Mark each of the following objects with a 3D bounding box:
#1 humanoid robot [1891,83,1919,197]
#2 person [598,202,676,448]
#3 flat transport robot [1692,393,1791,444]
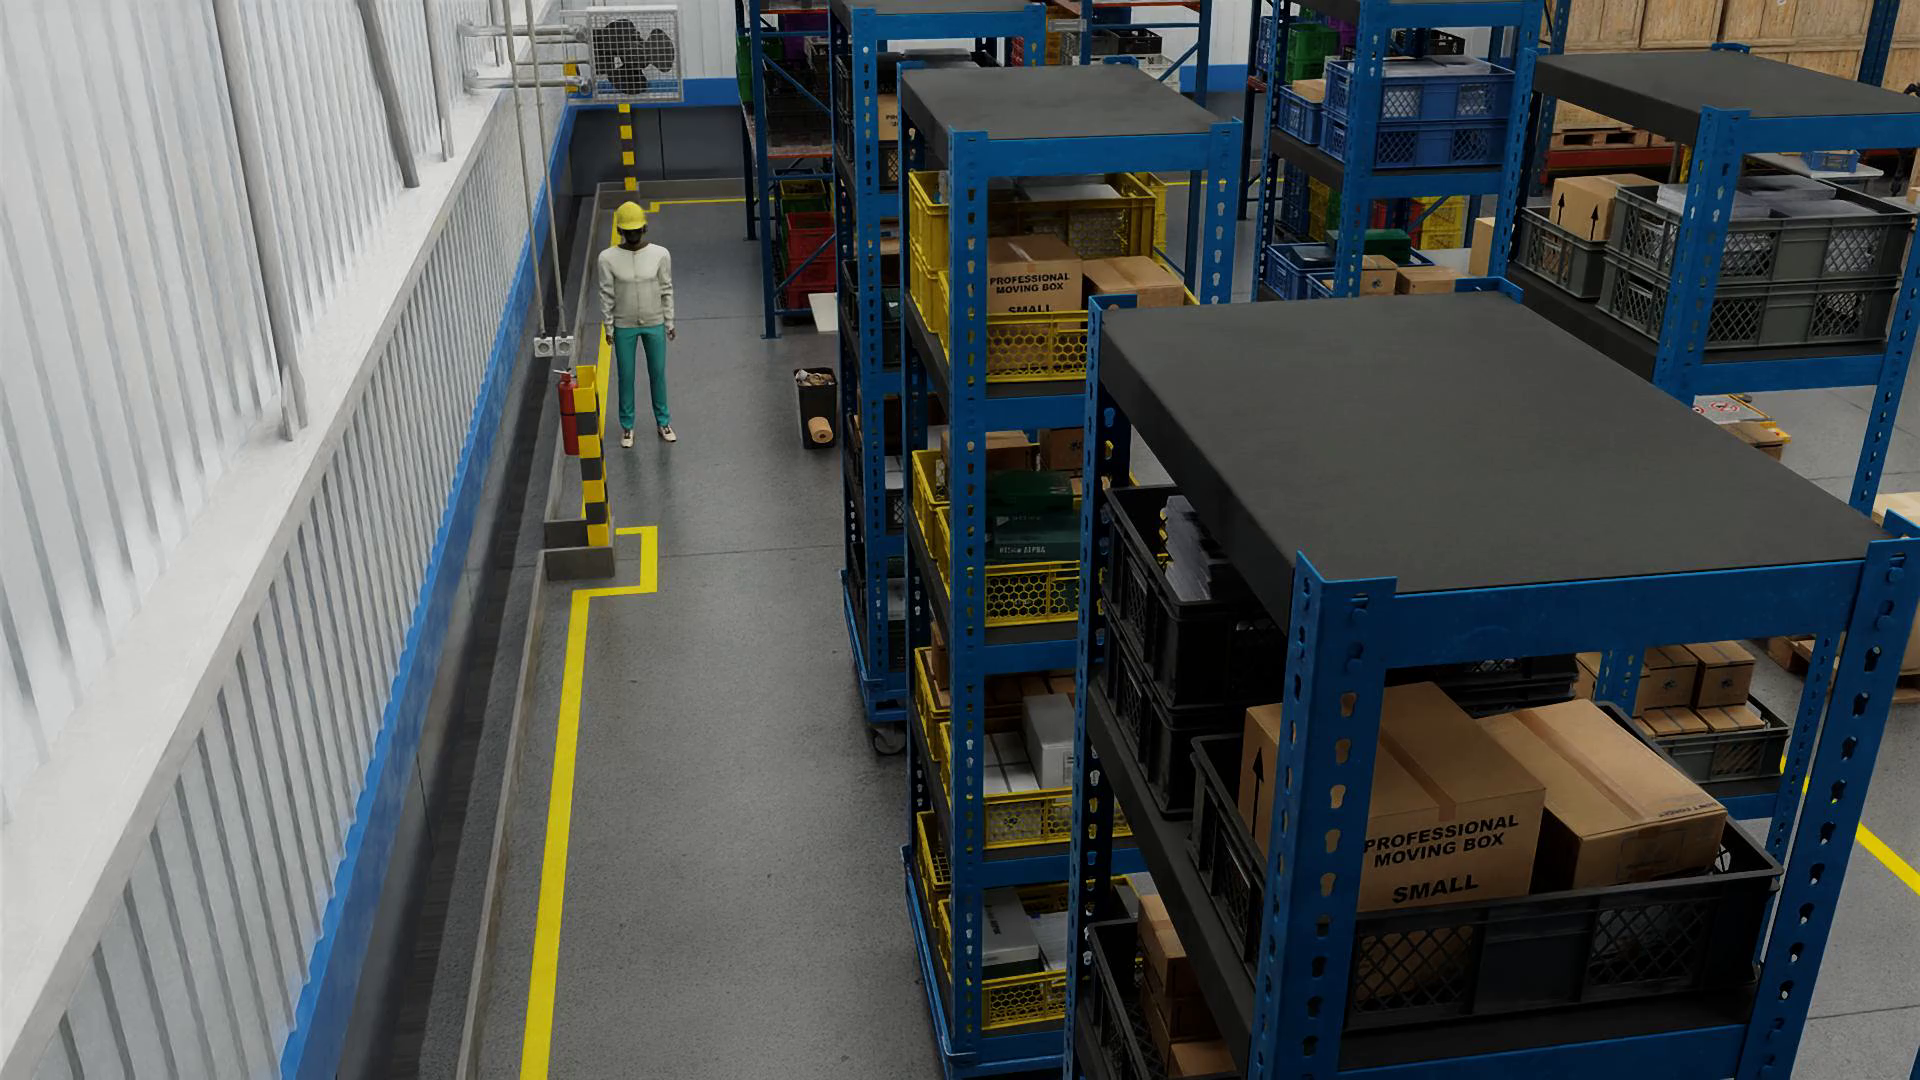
[{"bbox_3d":[10.485,-4.403,18.167,0.608,1.657,0.314,16,29,31],"label":"humanoid robot"},{"bbox_3d":[-2.279,-1.529,11.830,0.524,1.768,0.313,-9,26,-18],"label":"person"},{"bbox_3d":[5.224,-0.859,12.132,1.431,0.197,0.652,-4,25,-8],"label":"flat transport robot"}]
